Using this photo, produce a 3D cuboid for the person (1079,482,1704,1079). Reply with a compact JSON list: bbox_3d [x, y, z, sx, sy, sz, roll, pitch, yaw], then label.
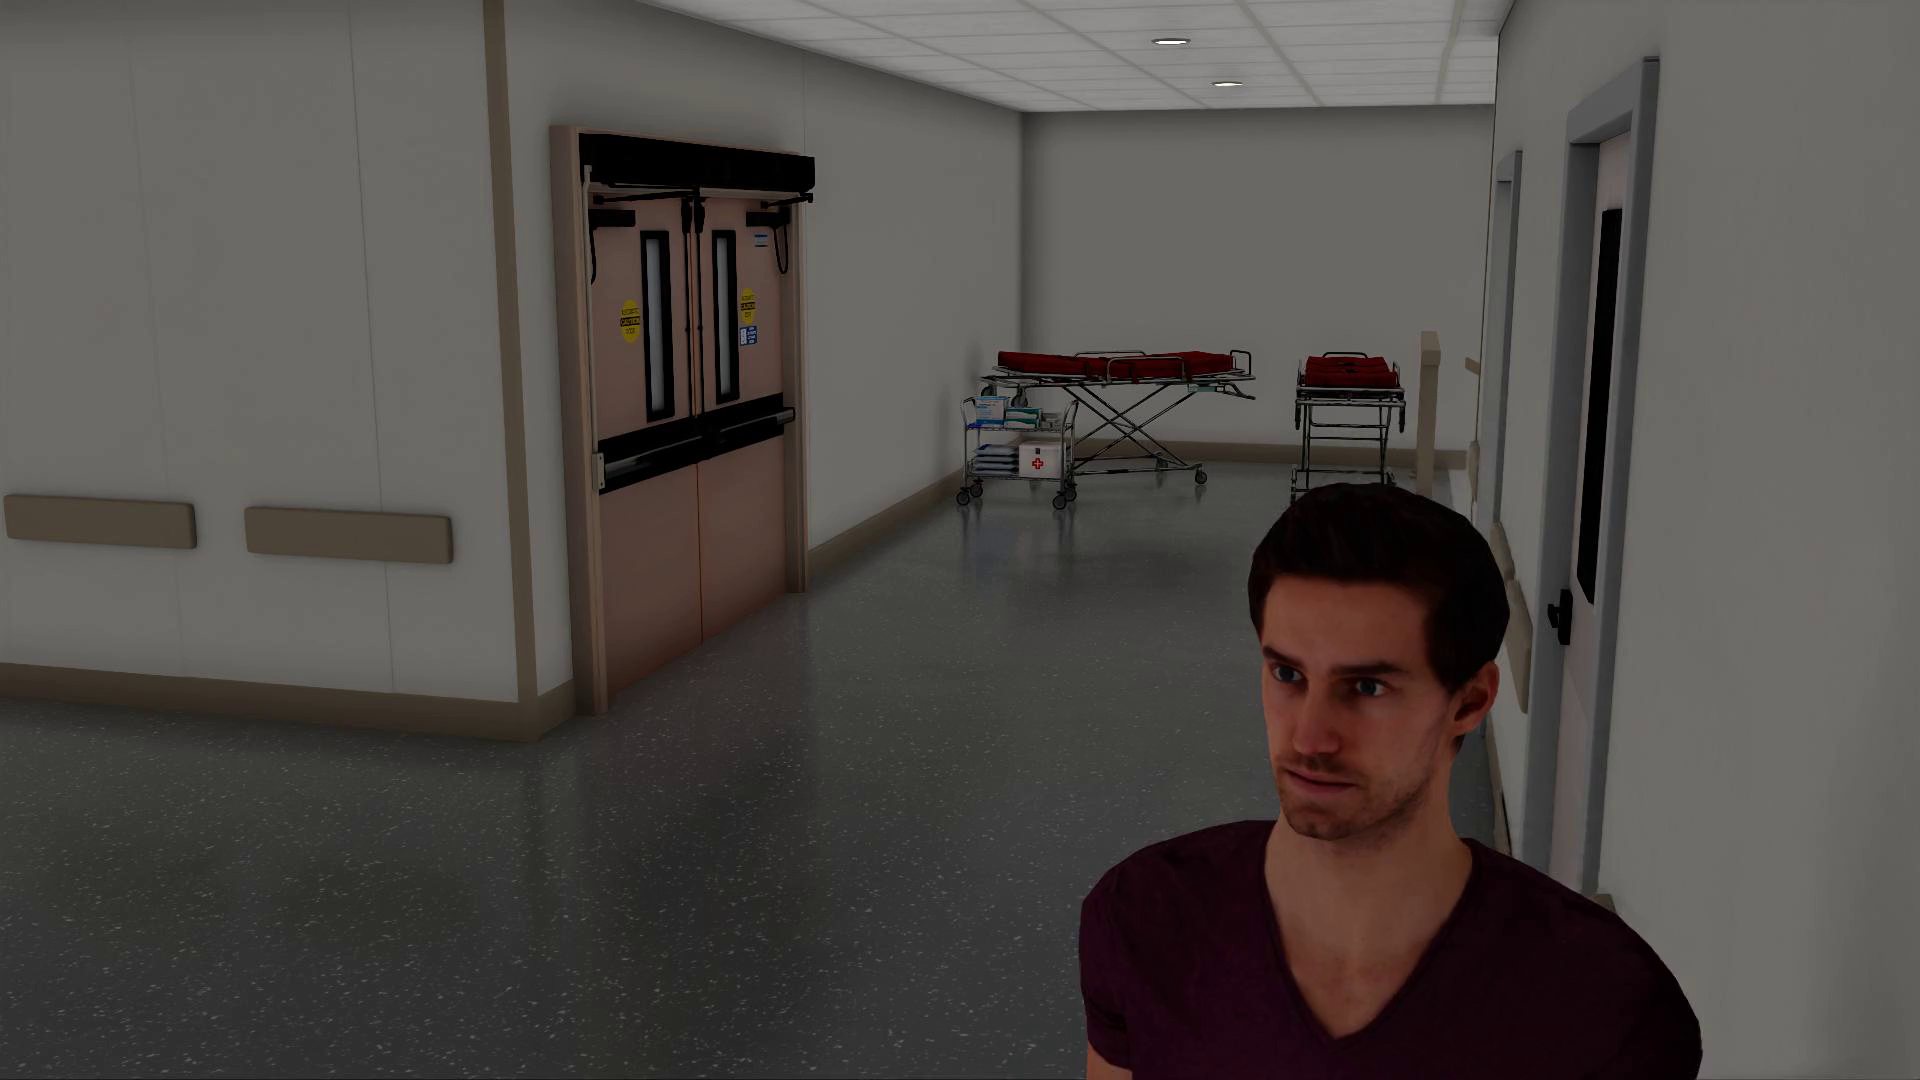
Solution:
[{"bbox_3d":[0.338,0.858,1.444,0.832,1.830,1.091,6,12,28],"label":"person"}]
